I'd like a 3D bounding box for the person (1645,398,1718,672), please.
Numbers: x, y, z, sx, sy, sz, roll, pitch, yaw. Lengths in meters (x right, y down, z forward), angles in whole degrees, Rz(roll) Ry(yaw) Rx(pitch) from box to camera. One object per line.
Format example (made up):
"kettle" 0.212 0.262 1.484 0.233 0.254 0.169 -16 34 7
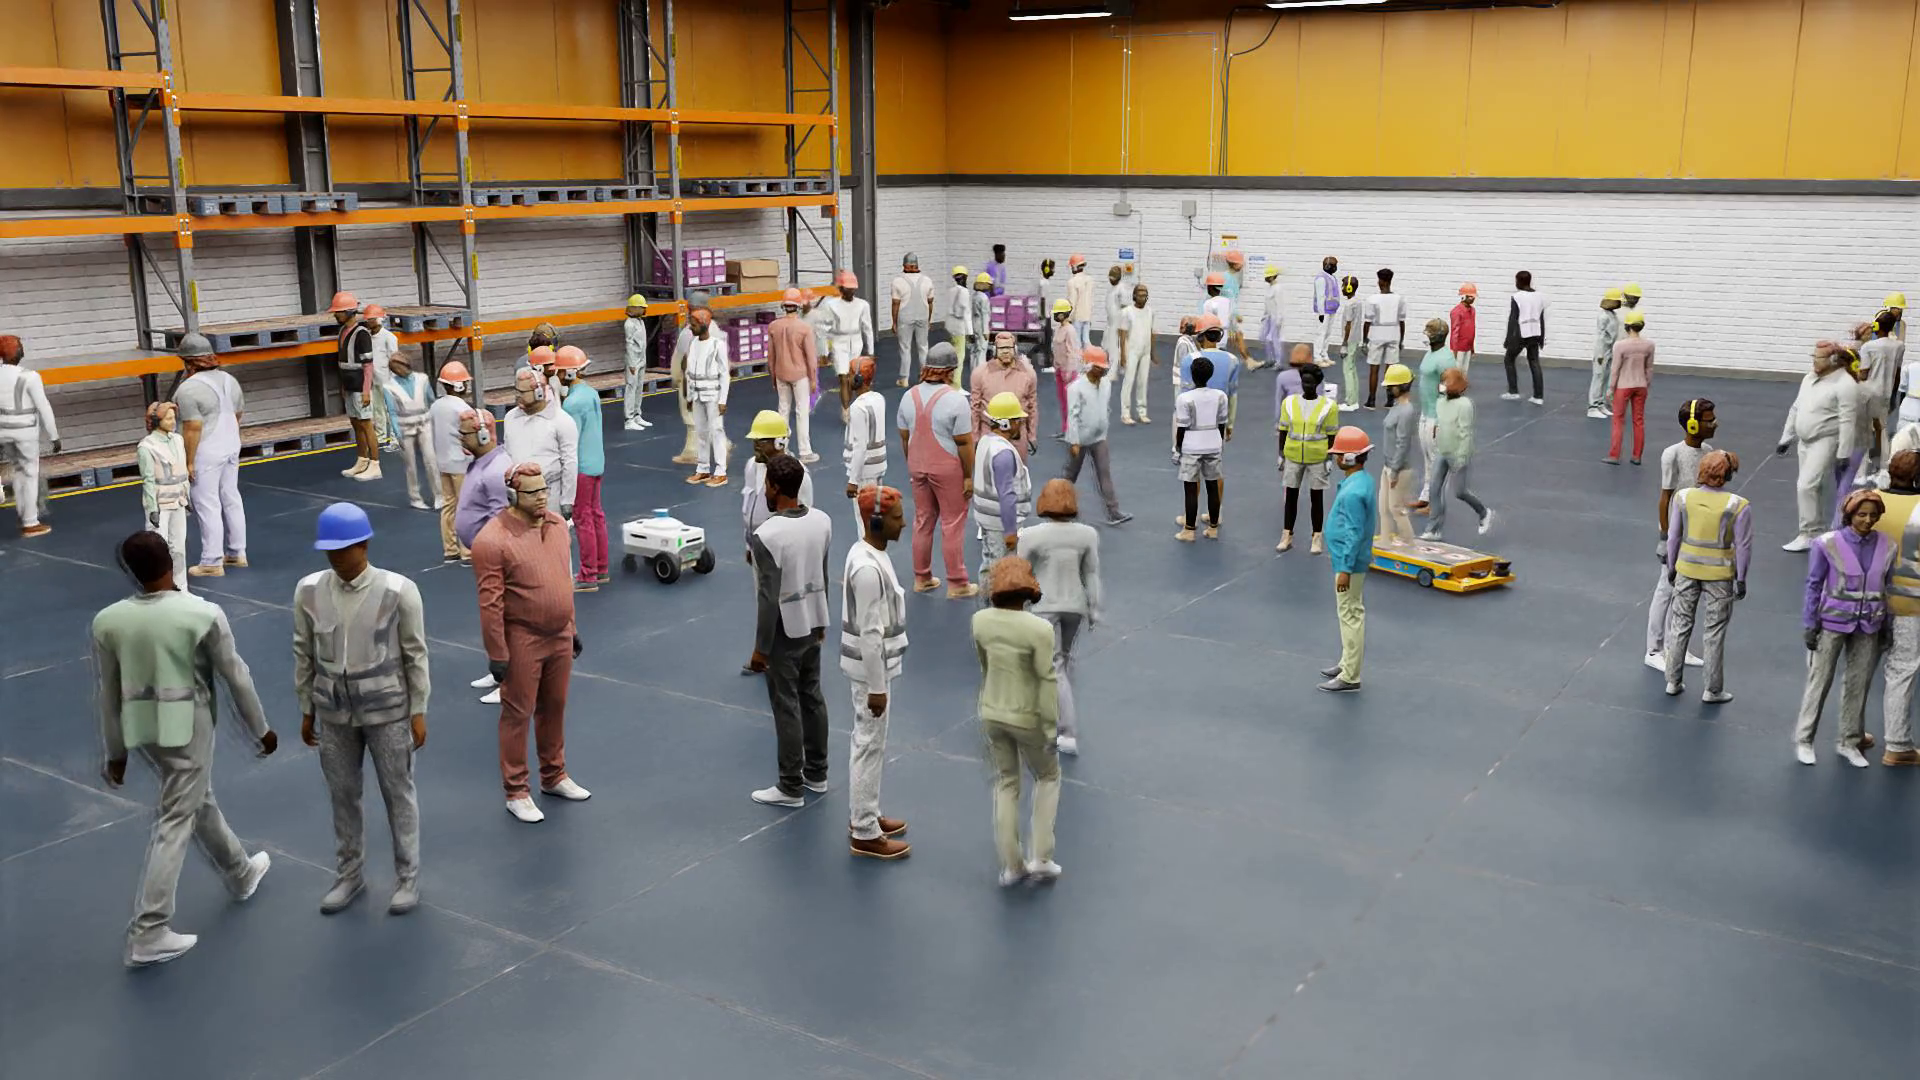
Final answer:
"person" 4.940 -0.034 11.319 0.531 1.875 0.322 -9 16 -34

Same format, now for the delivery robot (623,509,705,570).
"delivery robot" -2.483 -0.015 13.921 0.707 0.478 0.477 9 16 34

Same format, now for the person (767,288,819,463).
"person" -1.900 -1.879 19.053 0.624 1.993 0.388 6 14 25

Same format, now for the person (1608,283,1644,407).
"person" 9.279 -2.709 23.198 0.519 1.754 0.415 -3 13 -11

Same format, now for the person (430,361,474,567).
"person" -4.291 -0.653 14.262 0.563 1.754 0.338 11 17 40

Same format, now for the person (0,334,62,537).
"person" -8.634 -0.963 15.351 0.633 1.870 0.481 2 13 7

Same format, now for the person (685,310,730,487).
"person" -2.699 -1.510 17.698 0.585 1.882 0.337 10 16 37

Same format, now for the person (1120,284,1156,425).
"person" 2.323 -2.428 21.766 0.514 1.843 0.330 -7 15 -27

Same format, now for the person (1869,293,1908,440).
"person" 11.460 -2.150 20.619 0.591 1.823 0.404 -5 14 -22

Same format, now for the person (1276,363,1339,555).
"person" 3.052 -0.717 14.669 0.535 1.699 0.318 6 14 23

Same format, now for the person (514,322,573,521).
"person" -3.885 -1.086 15.737 0.633 1.939 0.355 4 14 16

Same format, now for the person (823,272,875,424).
"person" -1.401 -2.442 21.486 0.632 1.997 0.999 -5 14 -21

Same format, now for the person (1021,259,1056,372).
"person" 1.347 -3.623 26.962 0.552 1.847 0.523 1 13 5

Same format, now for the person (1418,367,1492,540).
"person" 4.529 -0.779 15.133 0.701 1.607 0.500 -6 14 -25

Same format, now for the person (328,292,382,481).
"person" -6.558 -1.657 17.991 0.392 2.039 0.612 -11 17 -40

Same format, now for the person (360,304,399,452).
"person" -6.913 -1.926 19.787 0.575 1.749 0.335 8 15 31

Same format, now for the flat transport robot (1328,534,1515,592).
"flat transport robot" 3.860 0.163 13.976 0.652 0.197 1.431 -9 16 -34

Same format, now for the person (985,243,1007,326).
"person" 0.637 -4.432 30.275 0.533 1.923 0.625 6 14 25

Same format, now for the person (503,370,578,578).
"person" -3.187 -0.330 12.541 0.641 1.905 0.407 5 14 20

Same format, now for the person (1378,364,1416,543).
"person" 3.690 -0.613 14.101 0.452 1.759 0.541 1 13 5

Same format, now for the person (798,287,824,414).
"person" -2.068 -2.576 22.644 0.568 1.731 0.427 10 16 37

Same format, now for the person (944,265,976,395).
"person" -0.012 -3.076 24.473 0.416 1.900 0.767 -5 14 -22

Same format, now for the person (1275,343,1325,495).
"person" 3.418 -1.186 16.879 0.510 1.611 0.618 8 15 31

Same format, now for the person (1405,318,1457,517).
"person" 4.622 -1.193 16.203 0.376 1.940 0.629 0 13 1

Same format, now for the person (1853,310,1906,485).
"person" 9.769 -1.516 17.756 0.512 1.872 0.328 -2 13 -10

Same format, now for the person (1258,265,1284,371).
"person" 5.095 -3.620 27.145 0.462 1.737 0.545 -3 13 -11

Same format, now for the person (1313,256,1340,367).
"person" 6.134 -3.823 27.848 0.429 1.835 0.629 8 15 30

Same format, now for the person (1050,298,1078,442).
"person" 1.270 -2.097 20.526 0.344 1.757 0.519 -4 14 -18

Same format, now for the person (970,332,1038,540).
"person" 0.404 -0.948 15.209 0.640 1.910 0.407 -2 13 -7

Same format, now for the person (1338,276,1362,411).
"person" 5.368 -2.704 22.946 0.328 1.861 0.502 6 14 24

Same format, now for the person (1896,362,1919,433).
"person" 9.827 -1.245 16.988 0.321 1.686 0.539 -7 15 -28

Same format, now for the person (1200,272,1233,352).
"person" 3.434 -2.659 22.565 0.358 1.938 0.542 12 18 43

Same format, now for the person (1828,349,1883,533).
"person" 7.867 -0.789 14.744 0.926 1.816 0.494 -9 16 -33

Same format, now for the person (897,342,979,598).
"person" -0.128 -0.564 13.252 0.682 2.000 0.537 10 16 36

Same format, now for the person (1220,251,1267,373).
"person" 4.394 -3.663 26.813 1.088 1.974 0.607 7 14 26

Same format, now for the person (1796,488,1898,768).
"person" 5.079 0.503 9.530 0.520 1.630 0.315 0 13 1

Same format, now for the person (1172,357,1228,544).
"person" 2.172 -0.812 15.081 0.533 1.697 0.319 -5 14 -22
